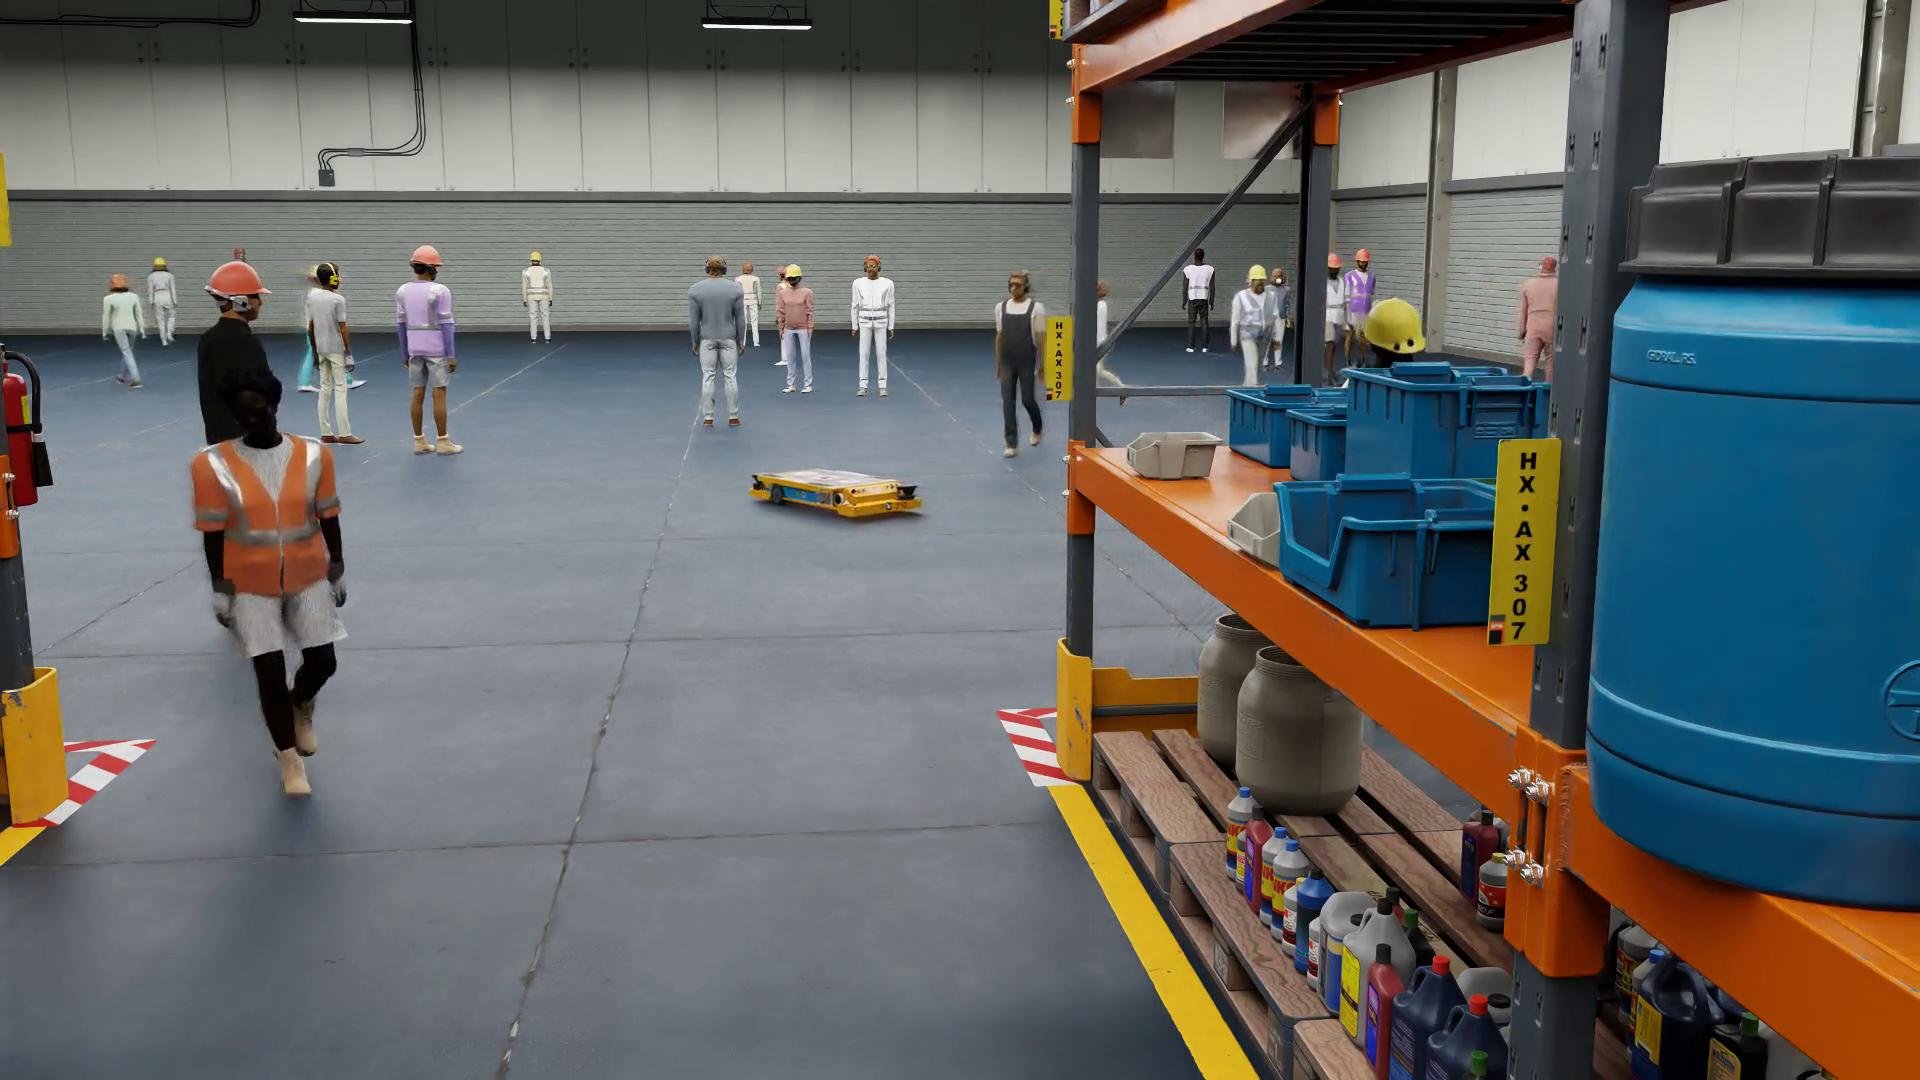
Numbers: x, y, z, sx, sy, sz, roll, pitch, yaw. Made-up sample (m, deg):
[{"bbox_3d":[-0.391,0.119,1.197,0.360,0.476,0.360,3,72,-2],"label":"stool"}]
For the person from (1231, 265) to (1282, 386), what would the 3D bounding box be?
[{"bbox_3d":[3.656,-2.534,20.759,0.586,1.796,0.906,-4,11,-19],"label":"person"}]

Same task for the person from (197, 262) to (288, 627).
[{"bbox_3d":[-3.909,-0.511,9.098,0.610,1.996,0.384,9,14,41],"label":"person"}]

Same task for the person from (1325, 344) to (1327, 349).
[{"bbox_3d":[6.552,-4.162,29.797,0.529,1.751,0.598,-3,11,-14],"label":"person"}]

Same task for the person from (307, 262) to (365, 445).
[{"bbox_3d":[-6.451,-1.908,17.100,0.520,1.874,0.332,5,11,24],"label":"person"}]

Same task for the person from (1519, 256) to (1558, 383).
[{"bbox_3d":[7.574,-2.727,21.545,0.654,1.891,0.719,8,13,36],"label":"person"}]

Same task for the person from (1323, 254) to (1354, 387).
[{"bbox_3d":[5.337,-3.188,24.062,0.555,1.903,0.950,-4,11,-19],"label":"person"}]

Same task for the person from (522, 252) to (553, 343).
[{"bbox_3d":[-8.468,-4.857,33.366,0.586,1.835,0.403,-3,11,-14],"label":"person"}]

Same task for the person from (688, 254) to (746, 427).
[{"bbox_3d":[-2.716,-2.227,18.661,0.630,1.940,0.372,-1,10,-8],"label":"person"}]

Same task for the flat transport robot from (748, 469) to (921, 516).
[{"bbox_3d":[-1.012,-0.396,13.200,0.652,0.197,1.431,-9,14,-40],"label":"flat transport robot"}]

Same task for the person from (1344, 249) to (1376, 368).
[{"bbox_3d":[6.435,-3.696,26.715,0.548,1.937,0.379,-3,11,-14],"label":"person"}]

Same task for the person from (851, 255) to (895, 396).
[{"bbox_3d":[-1.167,-2.866,22.315,0.584,1.882,0.345,0,10,0],"label":"person"}]

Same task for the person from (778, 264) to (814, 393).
[{"bbox_3d":[-2.244,-2.882,22.754,0.518,1.756,0.345,3,11,16],"label":"person"}]

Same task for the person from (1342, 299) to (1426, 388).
[{"bbox_3d":[1.863,-0.106,7.218,0.927,1.863,0.691,6,12,30],"label":"person"}]

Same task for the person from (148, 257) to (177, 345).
[{"bbox_3d":[-15.728,-4.708,32.820,0.503,1.727,0.401,-3,11,-16],"label":"person"}]

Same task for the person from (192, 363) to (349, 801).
[{"bbox_3d":[-2.640,0.150,6.374,0.534,1.676,0.459,-7,12,-33],"label":"person"}]

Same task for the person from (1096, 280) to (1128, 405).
[{"bbox_3d":[1.751,-2.435,20.688,0.654,1.608,0.508,-3,11,-15],"label":"person"}]

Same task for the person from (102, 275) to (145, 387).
[{"bbox_3d":[-11.947,-2.975,23.689,0.865,1.582,0.521,7,13,34],"label":"person"}]

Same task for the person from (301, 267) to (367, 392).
[{"bbox_3d":[-8.716,-2.899,22.916,0.891,1.720,0.538,-7,13,-35],"label":"person"}]

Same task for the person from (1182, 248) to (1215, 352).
[{"bbox_3d":[4.430,-4.449,30.901,0.600,1.915,0.376,0,10,0],"label":"person"}]

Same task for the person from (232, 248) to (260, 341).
[{"bbox_3d":[-14.739,-5.039,34.162,0.643,1.910,0.400,7,12,33],"label":"person"}]

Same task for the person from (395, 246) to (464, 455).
[{"bbox_3d":[-5.199,-1.848,16.296,0.609,2.043,0.397,4,11,19],"label":"person"}]

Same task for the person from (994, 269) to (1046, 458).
[{"bbox_3d":[0.599,-1.737,16.293,0.510,1.827,0.698,4,11,20],"label":"person"}]

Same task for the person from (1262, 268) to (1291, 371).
[{"bbox_3d":[5.029,-3.507,26.515,0.507,1.631,0.267,-2,11,-11],"label":"person"}]

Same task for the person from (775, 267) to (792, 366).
[{"bbox_3d":[-2.896,-3.714,27.641,0.307,1.639,0.514,4,11,22],"label":"person"}]

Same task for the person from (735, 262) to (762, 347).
[{"bbox_3d":[-4.107,-4.558,32.260,0.525,1.639,0.307,-1,10,-6],"label":"person"}]
